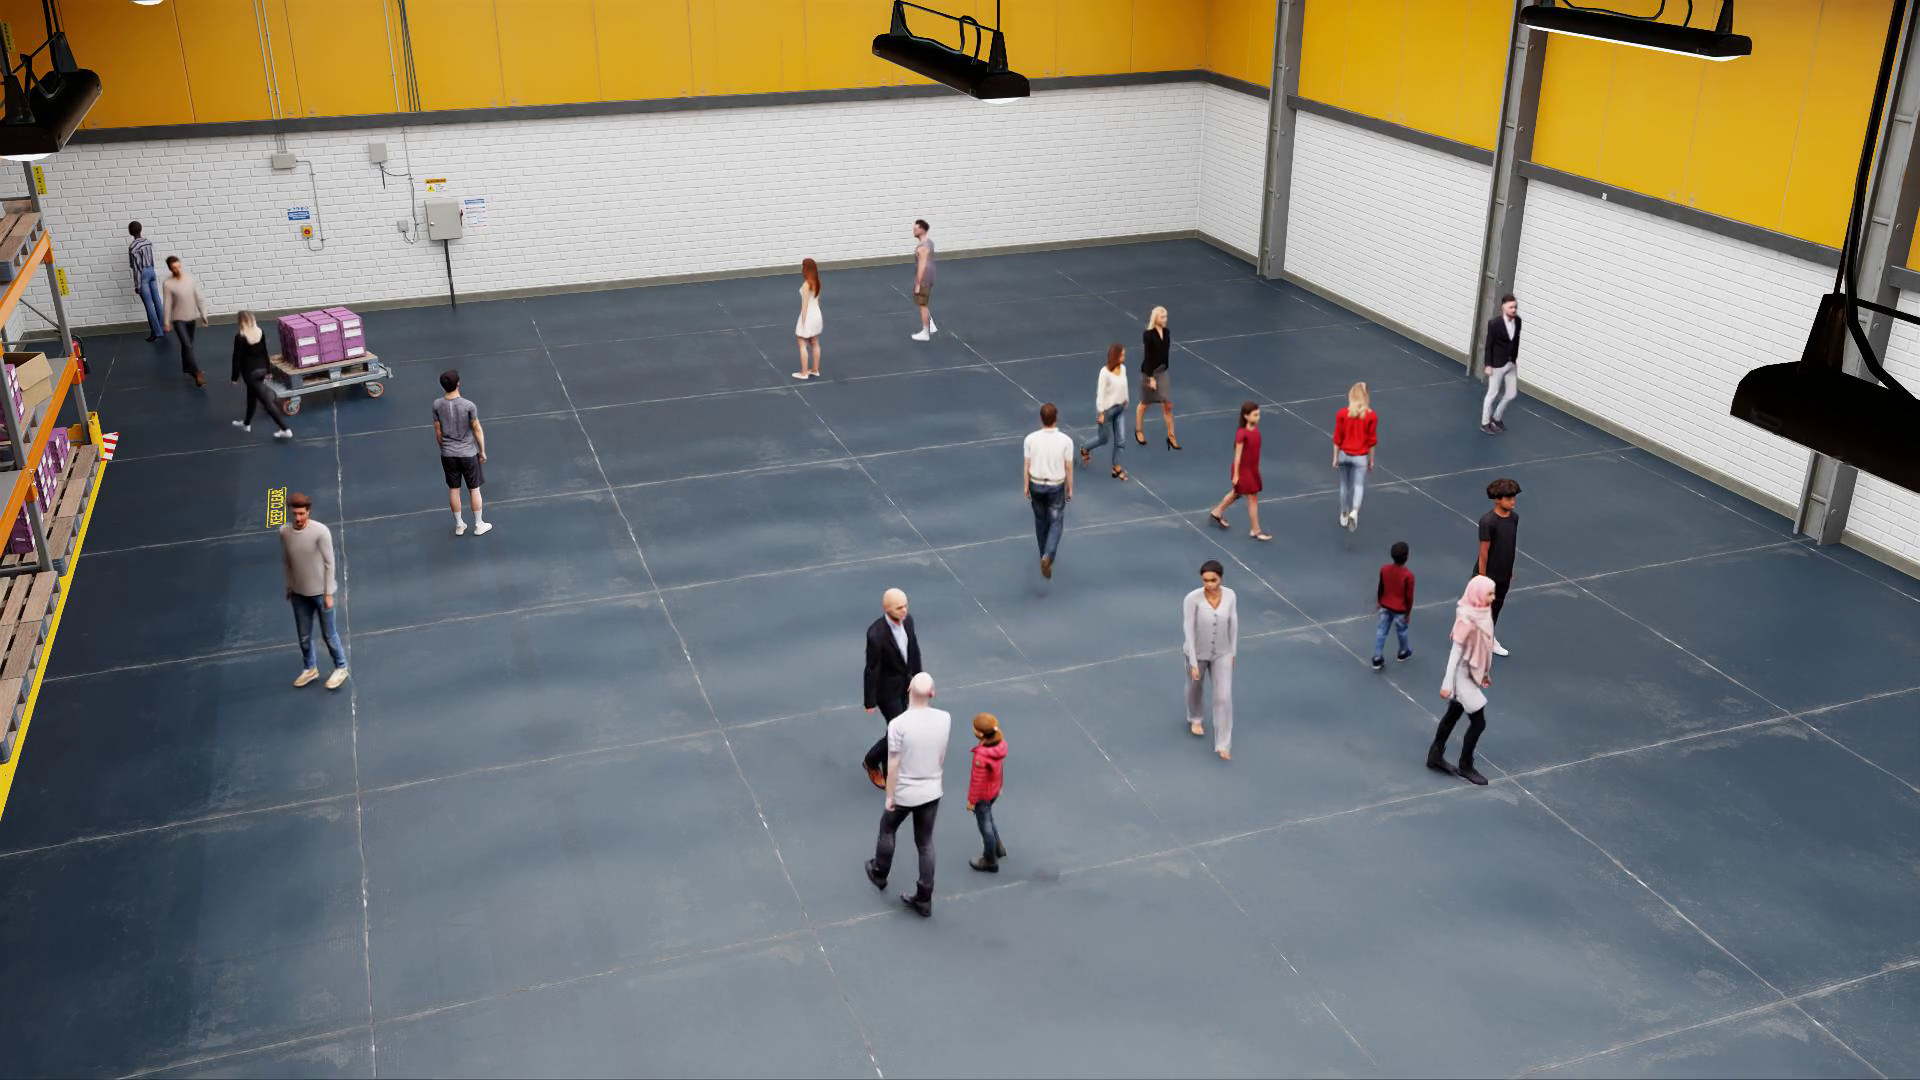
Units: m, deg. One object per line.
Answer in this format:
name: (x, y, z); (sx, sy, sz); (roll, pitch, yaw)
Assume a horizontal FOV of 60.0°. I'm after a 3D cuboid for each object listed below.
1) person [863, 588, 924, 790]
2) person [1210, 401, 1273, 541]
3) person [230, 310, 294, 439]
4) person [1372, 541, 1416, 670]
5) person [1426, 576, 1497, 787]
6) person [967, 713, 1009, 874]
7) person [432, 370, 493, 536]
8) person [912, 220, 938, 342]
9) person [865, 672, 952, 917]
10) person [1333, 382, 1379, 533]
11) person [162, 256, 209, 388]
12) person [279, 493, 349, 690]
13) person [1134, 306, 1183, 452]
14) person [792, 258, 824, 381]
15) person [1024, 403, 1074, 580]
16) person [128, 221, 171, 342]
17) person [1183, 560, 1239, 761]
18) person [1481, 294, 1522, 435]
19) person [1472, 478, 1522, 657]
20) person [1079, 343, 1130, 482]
person: (-0.601, 1.170, 13.328); (0.877, 1.785, 0.827); (16, 28, 32)
person: (3.053, -0.783, 18.119); (1.084, 1.527, 0.896); (17, 29, 33)
person: (-8.750, -2.018, 20.811); (1.143, 1.632, 1.158); (8, 25, 17)
person: (3.963, 0.621, 15.269); (0.792, 1.237, 0.793); (18, 29, 35)
person: (3.999, 1.103, 13.481); (0.942, 1.785, 0.874); (16, 28, 32)
person: (0.255, 1.882, 12.293); (0.664, 1.309, 0.597); (9, 25, 19)
person: (-5.440, -0.949, 18.068); (0.729, 1.871, 0.689); (1, 24, 2)
person: (-0.462, -3.852, 24.688); (0.832, 1.834, 0.725); (6, 24, 13)
person: (-0.271, 1.841, 11.776); (0.819, 1.798, 1.023); (-15, 28, -30)
person: (4.281, -0.867, 18.108); (0.918, 1.689, 1.051); (5, 24, 11)
person: (-10.708, -3.027, 22.910); (1.201, 1.800, 1.076); (13, 27, 27)
person: (-5.752, 0.434, 14.887); (0.789, 1.885, 0.781); (6, 24, 13)
person: (2.318, -1.996, 20.539); (0.801, 1.810, 1.058); (-17, 29, -33)
person: (-2.033, -3.088, 23.166); (0.761, 1.707, 0.711); (13, 27, 27)
person: (0.877, -0.472, 17.024); (0.984, 1.833, 1.164); (4, 24, 9)
person: (-12.165, -3.877, 24.862); (0.772, 1.795, 0.637); (3, 24, 6)
person: (2.052, 0.924, 14.010); (0.839, 1.689, 1.173); (-2, 24, -5)
person: (6.807, -2.248, 21.098); (0.671, 1.824, 0.606); (-8, 25, -18)
person: (4.948, 0.258, 15.415); (0.677, 1.784, 0.667); (-16, 28, -32)
person: (1.721, -1.530, 19.666); (0.890, 1.654, 1.076); (-21, 32, -40)
